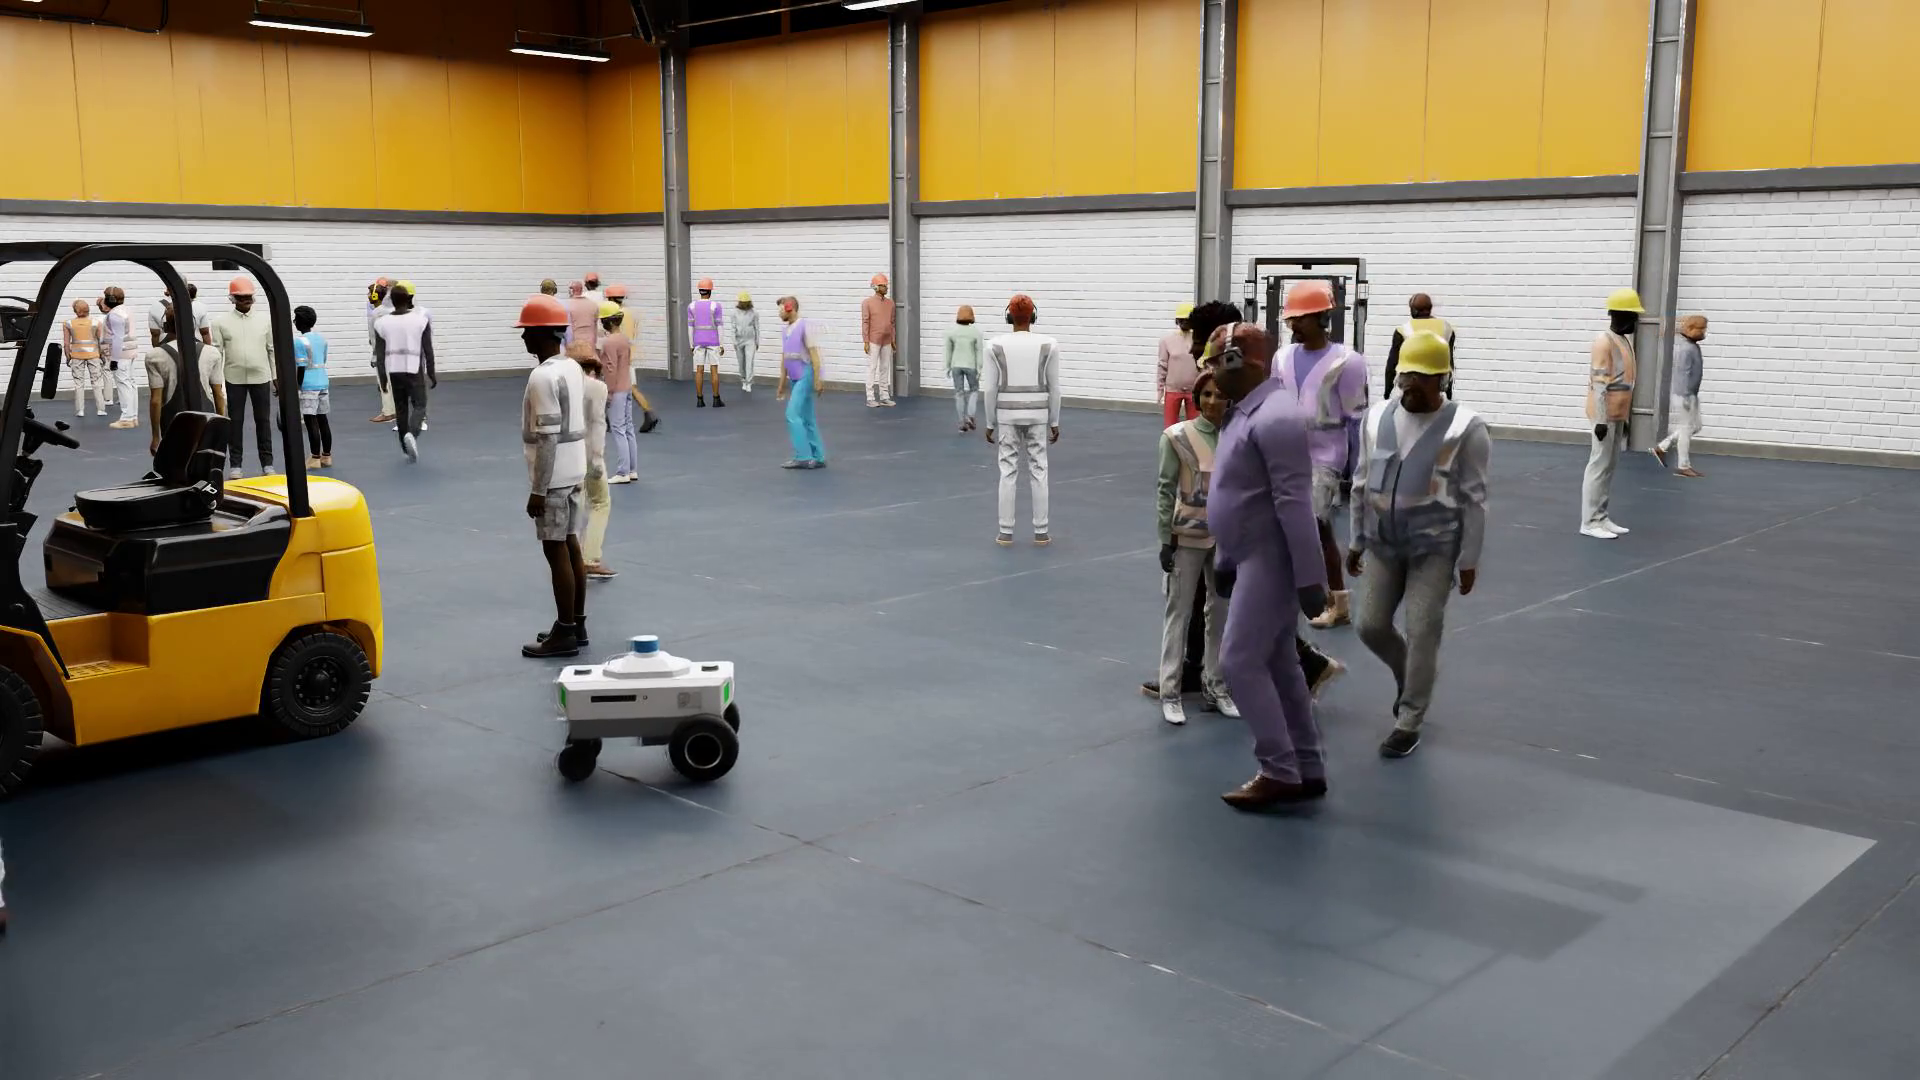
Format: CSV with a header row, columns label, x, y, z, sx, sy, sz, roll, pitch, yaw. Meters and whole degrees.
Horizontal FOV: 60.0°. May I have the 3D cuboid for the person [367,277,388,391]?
label,x,y,z,sx,sy,sz,roll,pitch,yaw
person,-9.744,-3.484,28.193,0.551,1.935,0.375,-3,10,-16

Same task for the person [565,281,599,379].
label,x,y,z,sx,sy,sz,roll,pitch,yaw
person,-5.779,-2.967,25.176,0.643,1.890,0.632,-7,12,-38

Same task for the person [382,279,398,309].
label,x,y,z,sx,sy,sz,roll,pitch,yaw
person,-9.194,-3.310,27.226,0.638,1.917,0.838,2,9,11

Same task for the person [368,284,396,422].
label,x,y,z,sx,sy,sz,roll,pitch,yaw
person,-7.865,-2.531,22.555,0.329,1.872,0.507,0,9,-2

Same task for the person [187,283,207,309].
label,x,y,z,sx,sy,sz,roll,pitch,yaw
person,-11.181,-2.806,24.241,0.328,1.872,0.512,3,10,19

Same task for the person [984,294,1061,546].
label,x,y,z,sx,sy,sz,roll,pitch,yaw
person,0.466,-0.889,12.441,0.575,1.885,0.355,0,9,-1

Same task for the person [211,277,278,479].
label,x,y,z,sx,sy,sz,roll,pitch,yaw
person,-7.044,-1.596,16.437,0.624,1.992,0.390,-5,11,-28

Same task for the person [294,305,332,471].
label,x,y,z,sx,sy,sz,roll,pitch,yaw
person,-6.693,-1.561,17.133,0.320,1.698,0.531,1,9,8

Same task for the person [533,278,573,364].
label,x,y,z,sx,sy,sz,roll,pitch,yaw
person,-5.840,-2.765,23.776,0.630,1.940,0.373,0,9,0

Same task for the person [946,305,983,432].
label,x,y,z,sx,sy,sz,roll,pitch,yaw
person,0.059,-2.177,21.143,0.503,1.620,0.349,2,9,11

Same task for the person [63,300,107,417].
label,x,y,z,sx,sy,sz,roll,pitch,yaw
person,-12.259,-2.541,23.312,0.523,1.641,0.307,-4,10,-25

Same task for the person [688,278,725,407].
label,x,y,z,sx,sy,sz,roll,pitch,yaw
person,-3.793,-2.950,24.909,0.543,1.939,0.360,1,9,7

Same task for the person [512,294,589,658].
label,x,y,z,sx,sy,sz,roll,pitch,yaw
person,-2.188,-0.338,8.903,0.354,1.939,0.544,0,9,3

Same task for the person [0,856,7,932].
label,x,y,z,sx,sy,sz,roll,pitch,yaw
person,-3.213,0.344,4.932,0.477,1.928,0.691,5,11,28

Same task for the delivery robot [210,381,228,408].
label,x,y,z,sx,sy,sz,roll,pitch,yaw
delivery robot,-10.433,-2.063,23.415,0.477,0.478,0.707,-1,9,-8

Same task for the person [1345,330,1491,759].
label,x,y,z,sx,sy,sz,roll,pitch,yaw
person,1.967,0.005,7.148,0.611,1.816,0.573,8,12,40

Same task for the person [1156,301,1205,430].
label,x,y,z,sx,sy,sz,roll,pitch,yaw
person,2.165,-1.425,16.099,0.533,1.765,0.330,1,9,6

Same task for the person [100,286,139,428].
label,x,y,z,sx,sy,sz,roll,pitch,yaw
person,-10.981,-2.382,21.726,0.430,1.845,0.619,-2,9,-11

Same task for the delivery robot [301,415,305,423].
label,x,y,z,sx,sy,sz,roll,pitch,yaw
delivery robot,-8.496,-1.745,21.466,0.477,0.478,0.707,-2,9,-9

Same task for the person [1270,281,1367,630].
label,x,y,z,sx,sy,sz,roll,pitch,yaw
person,1.906,-0.438,9.327,1.018,1.988,0.615,-6,11,-35

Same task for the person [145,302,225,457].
label,x,y,z,sx,sy,sz,roll,pitch,yaw
person,-5.445,-0.754,11.731,0.504,1.847,0.344,-7,12,-37

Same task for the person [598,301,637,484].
label,x,y,z,sx,sy,sz,roll,pitch,yaw
person,-3.331,-1.422,16.075,0.321,1.765,0.533,1,9,8

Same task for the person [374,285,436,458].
label,x,y,z,sx,sy,sz,roll,pitch,yaw
person,-6.020,-1.812,18.047,0.607,1.900,0.739,-1,9,-6

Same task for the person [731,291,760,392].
label,x,y,z,sx,sy,sz,roll,pitch,yaw
person,-3.637,-3.381,28.264,0.476,1.703,0.819,-1,9,-4

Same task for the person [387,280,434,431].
label,x,y,z,sx,sy,sz,roll,pitch,yaw
person,-7.027,-2.345,21.251,0.587,1.922,0.383,0,9,2

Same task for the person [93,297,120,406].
label,x,y,z,sx,sy,sz,roll,pitch,yaw
person,-12.910,-2.854,25.238,0.307,1.641,0.514,4,10,24

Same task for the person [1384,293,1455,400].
label,x,y,z,sx,sy,sz,roll,pitch,yaw
person,4.534,-1.544,16.628,0.657,1.823,0.720,-1,9,-9

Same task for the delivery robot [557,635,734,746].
label,x,y,z,sx,sy,sz,roll,pitch,yaw
delivery robot,-1.291,0.637,6.862,0.707,0.478,0.477,-1,9,-7

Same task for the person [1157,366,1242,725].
label,x,y,z,sx,sy,sz,roll,pitch,yaw
person,1.137,0.022,7.615,0.514,1.636,0.315,-3,10,-17

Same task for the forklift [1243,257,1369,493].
label,x,y,z,sx,sy,sz,roll,pitch,yaw
forklift,3.309,-1.629,16.029,1.214,2.155,2.313,2,9,11

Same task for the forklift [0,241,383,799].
label,x,y,z,sx,sy,sz,roll,pitch,yaw
forklift,-3.706,-0.171,7.093,1.214,2.155,2.313,9,13,43

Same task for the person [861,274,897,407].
label,x,y,z,sx,sy,sz,roll,pitch,yaw
person,-1.211,-3.002,25.052,0.616,1.997,0.373,-8,12,-41

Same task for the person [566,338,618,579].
label,x,y,z,sx,sy,sz,roll,pitch,yaw
person,-2.535,-0.537,11.108,0.520,1.605,0.423,6,11,32

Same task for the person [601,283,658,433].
label,x,y,z,sx,sy,sz,roll,pitch,yaw
person,-4.233,-2.288,20.983,0.918,1.906,0.556,5,11,29

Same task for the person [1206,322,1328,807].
label,x,y,z,sx,sy,sz,roll,pitch,yaw
person,1.204,0.098,6.449,0.555,1.867,0.663,0,9,3

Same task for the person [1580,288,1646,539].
label,x,y,z,sx,sy,sz,roll,pitch,yaw
person,5.048,-0.975,12.847,0.386,1.922,0.593,7,12,37

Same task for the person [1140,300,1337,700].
label,x,y,z,sx,sy,sz,roll,pitch,yaw
person,1.335,-0.159,7.828,0.858,1.936,0.605,1,9,7

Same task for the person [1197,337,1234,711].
label,x,y,z,sx,sy,sz,roll,pitch,yaw
person,1.287,-0.115,7.933,0.406,1.813,0.808,-1,9,-5

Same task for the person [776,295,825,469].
label,x,y,z,sx,sy,sz,roll,pitch,yaw
person,-1.679,-1.614,17.167,0.613,1.796,0.665,-4,10,-23

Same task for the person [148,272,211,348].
label,x,y,z,sx,sy,sz,roll,pitch,yaw
person,-9.662,-2.308,20.665,0.682,2.000,0.537,-3,10,-20

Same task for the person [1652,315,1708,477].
label,x,y,z,sx,sy,sz,roll,pitch,yaw
person,7.233,-1.439,16.634,0.456,1.624,0.508,7,11,36

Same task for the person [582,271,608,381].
label,x,y,z,sx,sy,sz,roll,pitch,yaw
person,-6.475,-3.728,29.402,0.616,2.025,0.472,-6,11,-35
